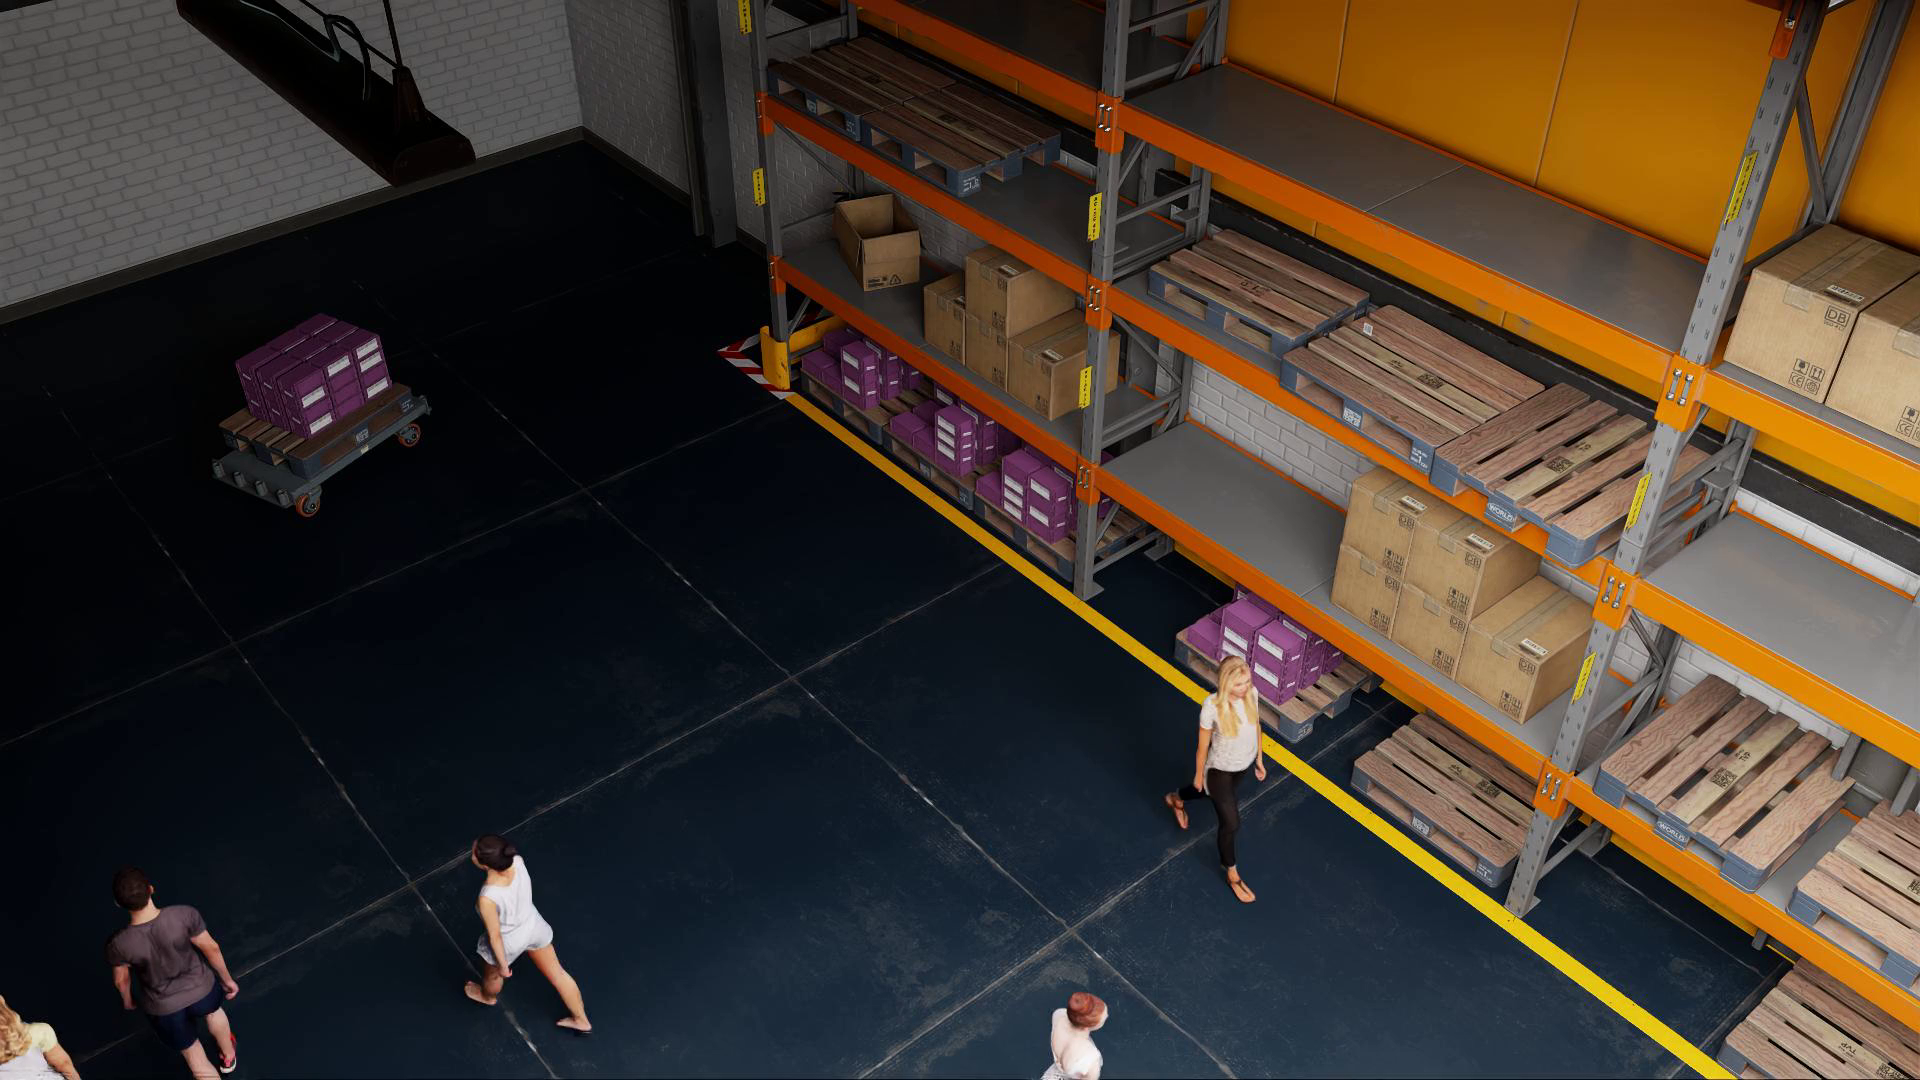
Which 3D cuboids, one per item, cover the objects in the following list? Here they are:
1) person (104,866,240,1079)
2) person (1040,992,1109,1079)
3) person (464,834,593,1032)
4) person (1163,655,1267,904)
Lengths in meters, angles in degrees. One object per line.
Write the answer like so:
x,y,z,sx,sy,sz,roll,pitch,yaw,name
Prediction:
-4.134,2.501,8.874,0.667,1.831,0.828,-28,46,-30,person
0.464,2.882,8.450,0.708,1.765,0.734,-22,44,-25,person
-2.442,2.263,9.394,1.159,1.554,0.892,16,41,19,person
1.590,1.357,10.336,0.580,1.794,1.122,-28,46,-30,person
